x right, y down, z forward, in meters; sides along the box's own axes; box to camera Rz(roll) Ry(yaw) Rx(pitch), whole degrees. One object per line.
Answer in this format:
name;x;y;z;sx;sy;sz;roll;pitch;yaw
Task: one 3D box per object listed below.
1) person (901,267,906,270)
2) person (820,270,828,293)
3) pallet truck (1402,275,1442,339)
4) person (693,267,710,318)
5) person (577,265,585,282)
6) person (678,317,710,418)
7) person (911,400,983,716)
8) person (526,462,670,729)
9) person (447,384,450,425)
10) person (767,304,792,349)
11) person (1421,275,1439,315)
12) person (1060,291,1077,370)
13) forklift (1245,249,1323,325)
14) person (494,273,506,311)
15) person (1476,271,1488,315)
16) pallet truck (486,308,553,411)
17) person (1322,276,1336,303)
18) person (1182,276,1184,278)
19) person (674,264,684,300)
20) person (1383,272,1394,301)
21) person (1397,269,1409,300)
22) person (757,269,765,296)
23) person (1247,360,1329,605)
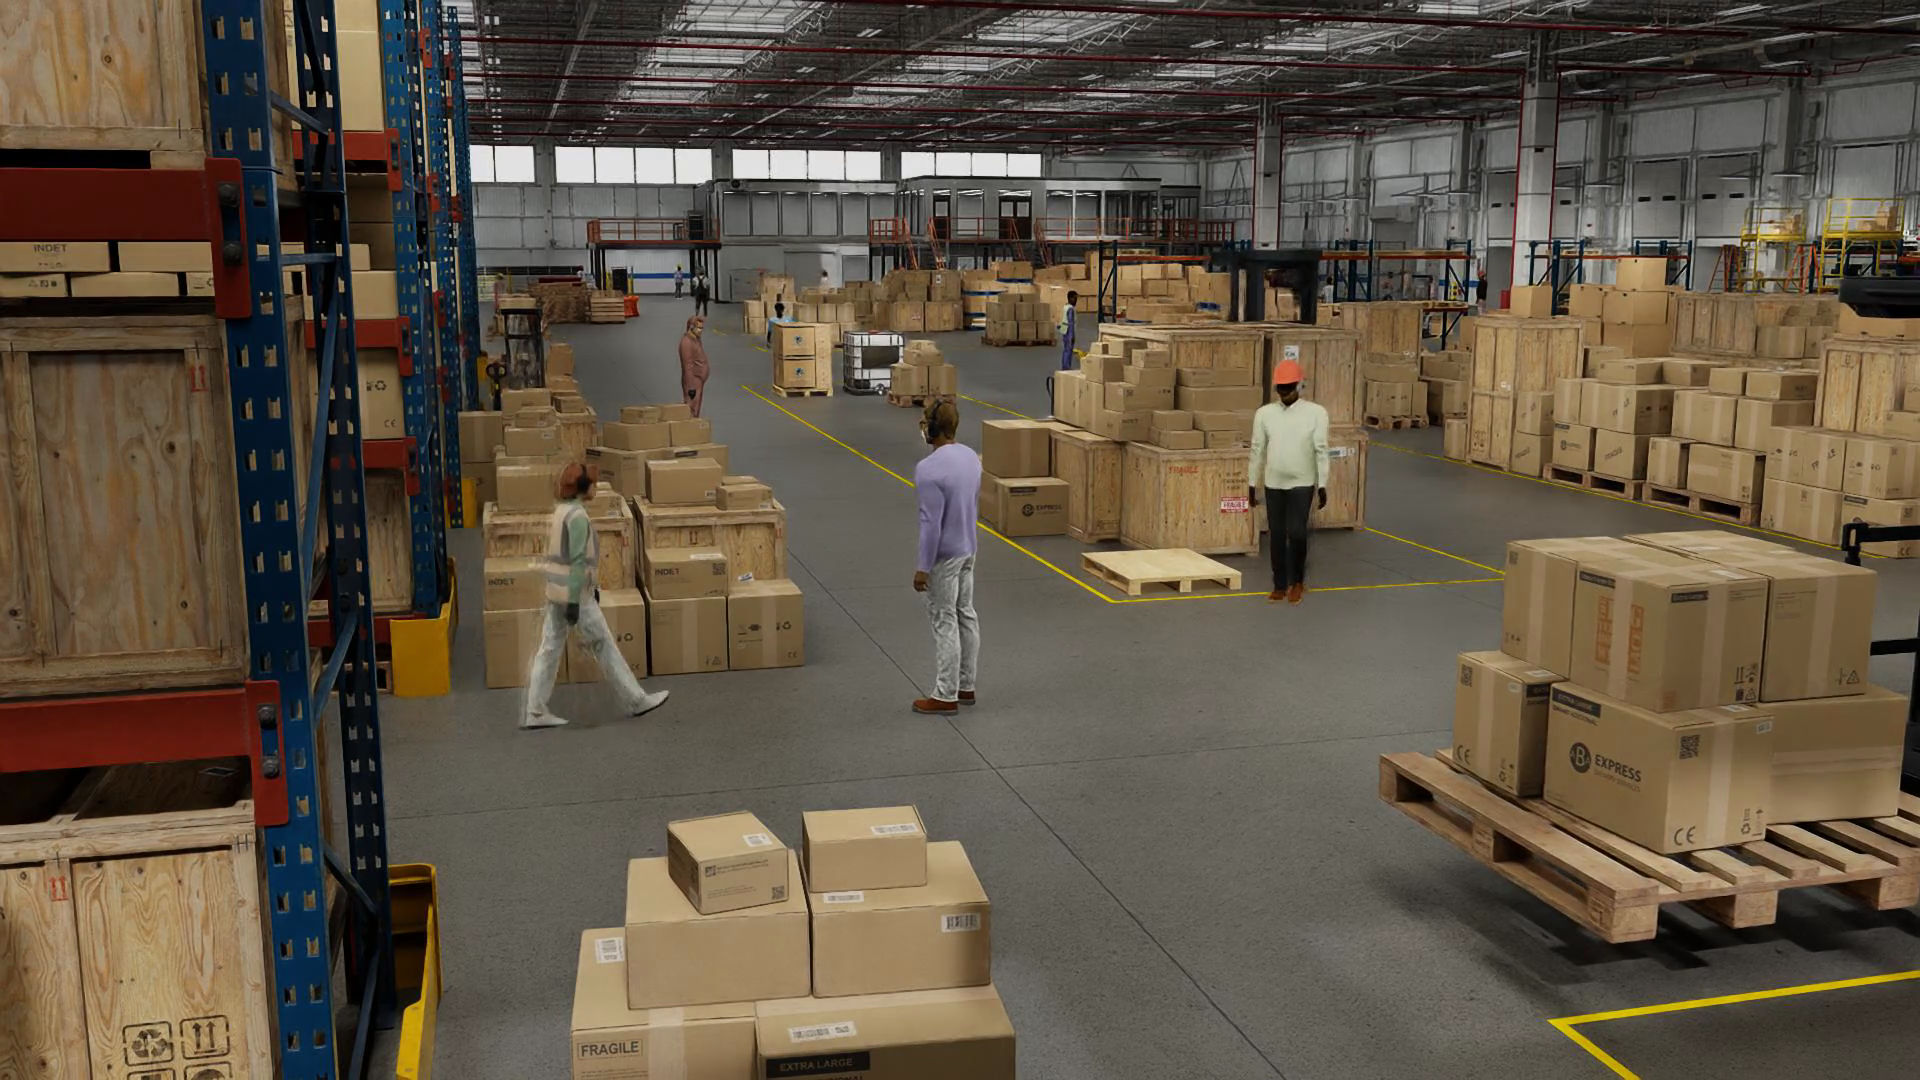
person;-2.434;-10.503;70.175;0.621;1.996;1.071;-6;12;-31
person;-5.502;-9.888;66.882;0.654;1.924;0.642;-2;10;-13
pallet truck;14.620;-7.324;52.145;0.823;1.965;1.885;8;13;40
person;-10.381;-9.970;67.007;0.686;2.000;0.603;1;10;6
person;-19.711;-13.361;86.660;0.576;1.882;0.355;8;13;38
person;-3.671;-2.141;23.072;0.407;1.902;0.638;0;10;-1
person;-0.091;0.111;10.209;0.376;1.940;0.627;6;12;29
person;-2.221;0.329;9.943;0.862;1.583;0.519;-5;11;-28
person;-6.926;-2.051;22.504;0.898;1.934;0.608;-5;11;-26
person;-3.856;-4.227;35.584;0.544;1.652;0.864;2;10;9
person;17.320;-8.847;61.269;0.665;1.819;0.735;1;10;5
person;2.364;-4.441;36.059;0.391;1.914;0.587;-1;10;-7
forklift;4.049;-2.263;20.987;1.129;2.768;1.873;-3;10;-16
person;-19.732;-10.591;71.363;0.522;1.738;0.676;-1;10;-4
person;18.796;-8.709;59.994;0.377;1.995;0.608;8;13;39
pallet truck;-6.242;-2.418;24.362;0.823;1.965;1.885;1;10;3
person;12.287;-7.834;55.389;0.521;1.874;0.328;5;11;25
person;11.394;-12.807;83.829;0.922;1.779;0.643;6;11;29
person;-15.165;-13.934;89.766;0.370;1.929;0.585;7;12;34
person;20.465;-11.892;78.988;0.905;1.635;0.545;7;12;35
person;20.623;-11.776;77.723;0.670;1.863;0.880;-9;14;-42
person;-8.678;-10.943;72.967;0.565;1.891;0.999;-6;12;-30
person;2.588;-0.445;13.253;0.648;1.973;0.534;5;11;27
